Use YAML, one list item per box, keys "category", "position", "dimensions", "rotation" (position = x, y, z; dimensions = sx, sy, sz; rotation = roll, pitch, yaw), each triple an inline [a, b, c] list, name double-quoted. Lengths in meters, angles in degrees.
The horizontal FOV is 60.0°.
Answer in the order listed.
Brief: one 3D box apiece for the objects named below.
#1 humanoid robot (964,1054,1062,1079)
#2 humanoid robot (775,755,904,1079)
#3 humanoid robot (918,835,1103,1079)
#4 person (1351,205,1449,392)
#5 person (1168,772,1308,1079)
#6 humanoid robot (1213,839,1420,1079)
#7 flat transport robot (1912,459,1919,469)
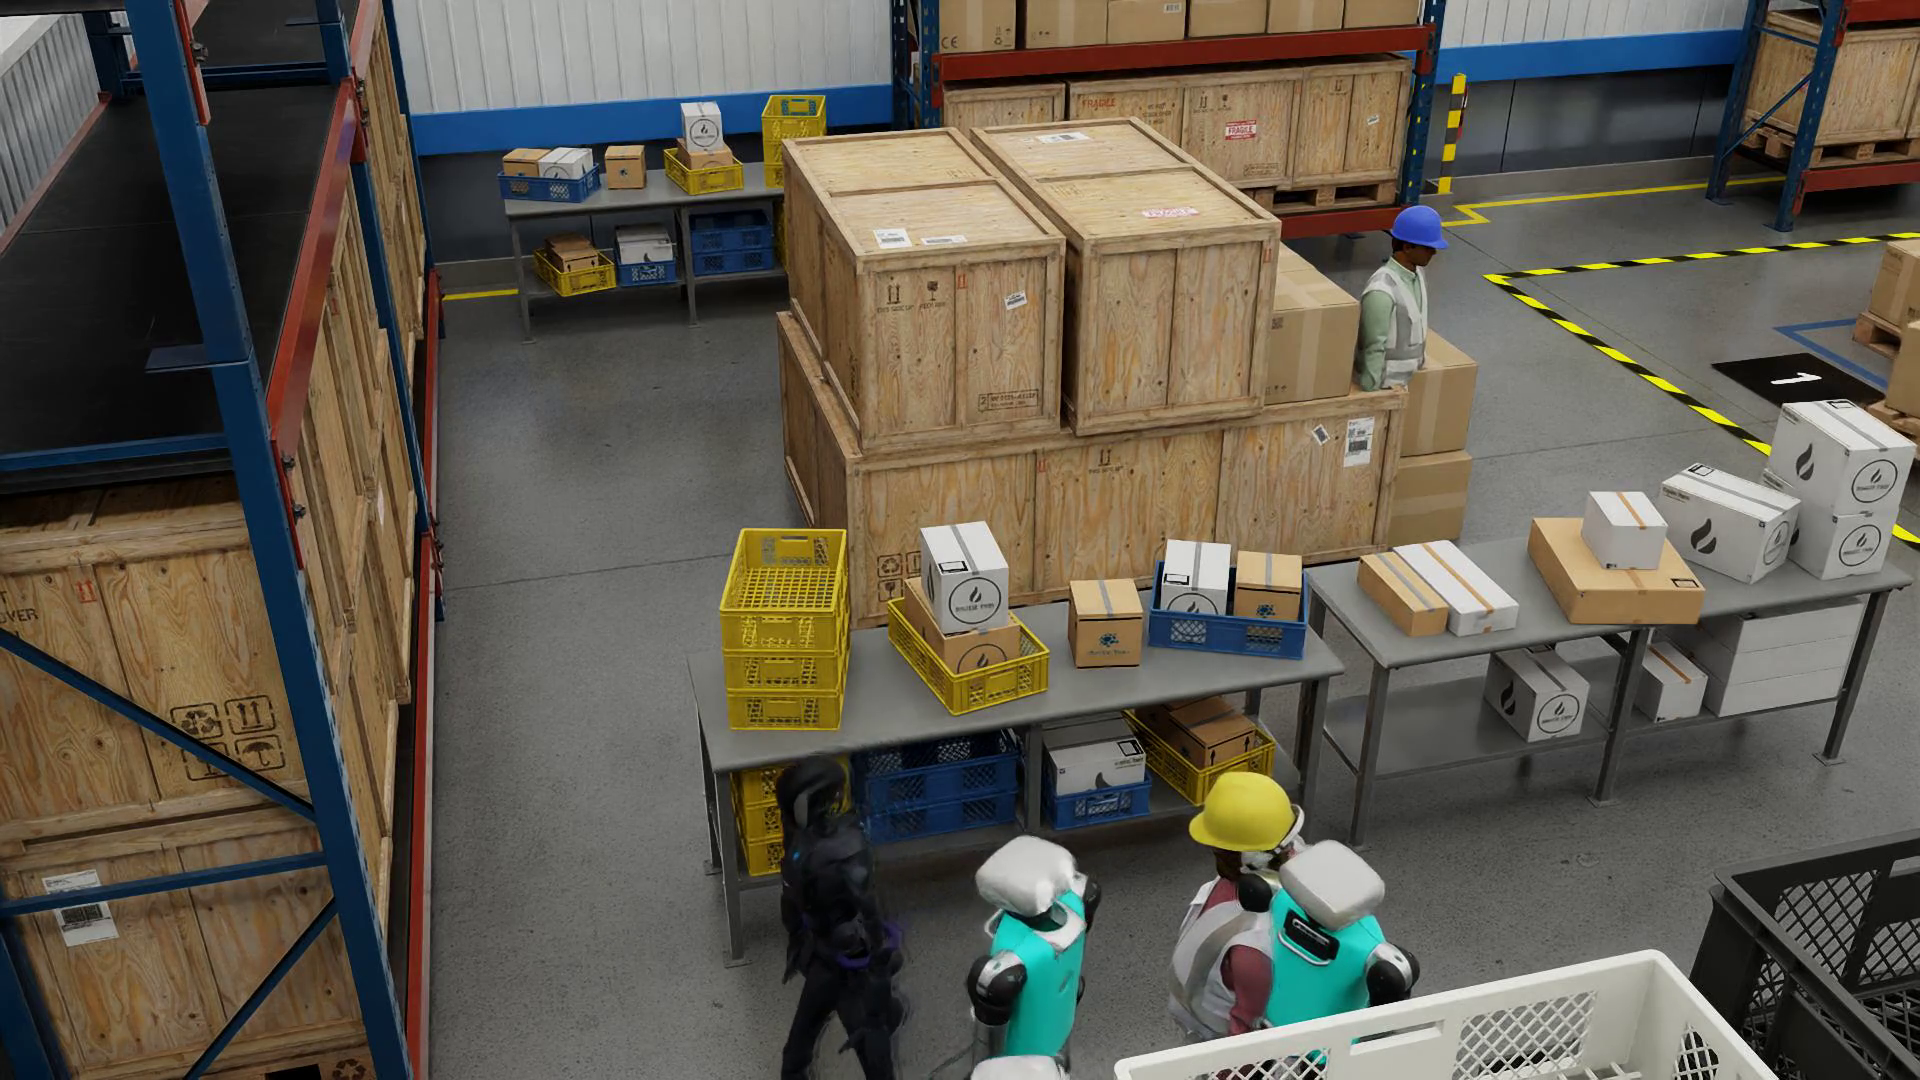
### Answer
- category: "humanoid robot"
  position: [0.379, 1.942, 4.116]
  dimensions: [0.781, 1.810, 0.539]
  rotation: [-8, 30, -14]
- category: "humanoid robot"
  position: [-0.409, 1.375, 5.182]
  dimensions: [0.654, 1.636, 0.611]
  rotation: [-19, 34, -30]
- category: "humanoid robot"
  position: [0.013, 1.532, 4.743]
  dimensions: [0.681, 1.737, 0.547]
  rotation: [17, 33, 28]
- category: "person"
  position: [2.306, -0.857, 8.947]
  dimensions: [0.411, 1.939, 0.602]
  rotation: [18, 34, 30]
- category: "person"
  position: [0.807, 1.432, 4.907]
  dimensions: [0.403, 1.823, 0.586]
  rotation: [7, 30, 12]
- category: "humanoid robot"
  position: [0.789, 1.660, 4.554]
  dimensions: [0.681, 1.783, 0.547]
  rotation: [-24, 37, -36]
- category: "flat transport robot"
  position: [6.093, -0.542, 10.072]
  dimensions: [0.652, 0.197, 1.431]
  rotation: [-18, 33, -29]
